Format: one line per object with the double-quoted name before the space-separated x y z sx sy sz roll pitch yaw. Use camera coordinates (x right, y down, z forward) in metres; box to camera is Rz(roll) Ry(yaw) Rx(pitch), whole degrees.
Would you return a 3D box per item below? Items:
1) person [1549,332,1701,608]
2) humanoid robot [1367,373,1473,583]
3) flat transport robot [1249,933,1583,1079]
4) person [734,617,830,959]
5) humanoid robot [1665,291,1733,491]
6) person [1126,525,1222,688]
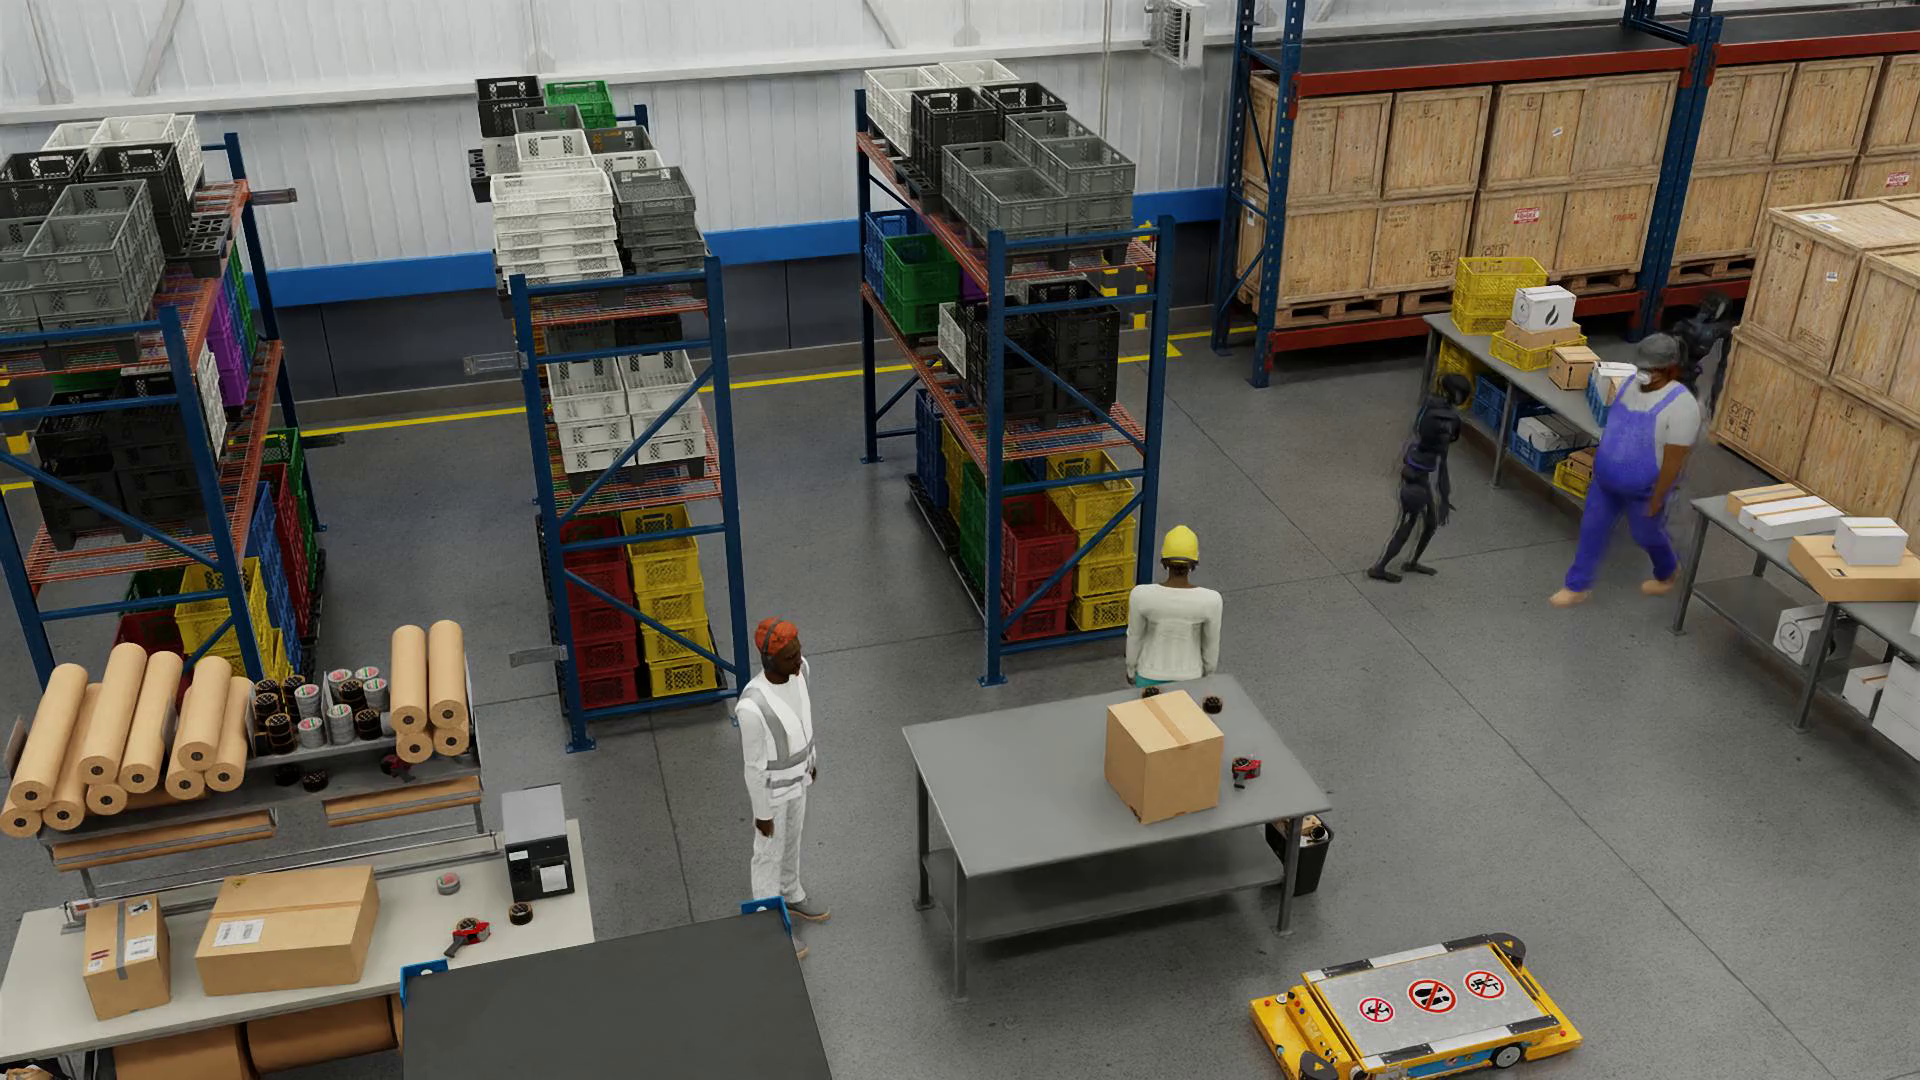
"person" 4.595 -0.484 11.205 0.924 2.000 0.679 -14 32 -24
"humanoid robot" 3.170 -0.422 11.485 0.573 1.625 0.593 9 30 15
"flat transport robot" 2.184 2.282 7.980 1.431 0.197 0.652 -8 30 -14
"person" -0.880 1.210 8.285 0.362 1.882 0.574 11 31 20
"humanoid robot" 5.533 -1.168 12.869 0.644 1.619 0.714 -4 29 -8
"person" 1.177 0.723 9.300 0.516 1.756 0.337 2 29 3
